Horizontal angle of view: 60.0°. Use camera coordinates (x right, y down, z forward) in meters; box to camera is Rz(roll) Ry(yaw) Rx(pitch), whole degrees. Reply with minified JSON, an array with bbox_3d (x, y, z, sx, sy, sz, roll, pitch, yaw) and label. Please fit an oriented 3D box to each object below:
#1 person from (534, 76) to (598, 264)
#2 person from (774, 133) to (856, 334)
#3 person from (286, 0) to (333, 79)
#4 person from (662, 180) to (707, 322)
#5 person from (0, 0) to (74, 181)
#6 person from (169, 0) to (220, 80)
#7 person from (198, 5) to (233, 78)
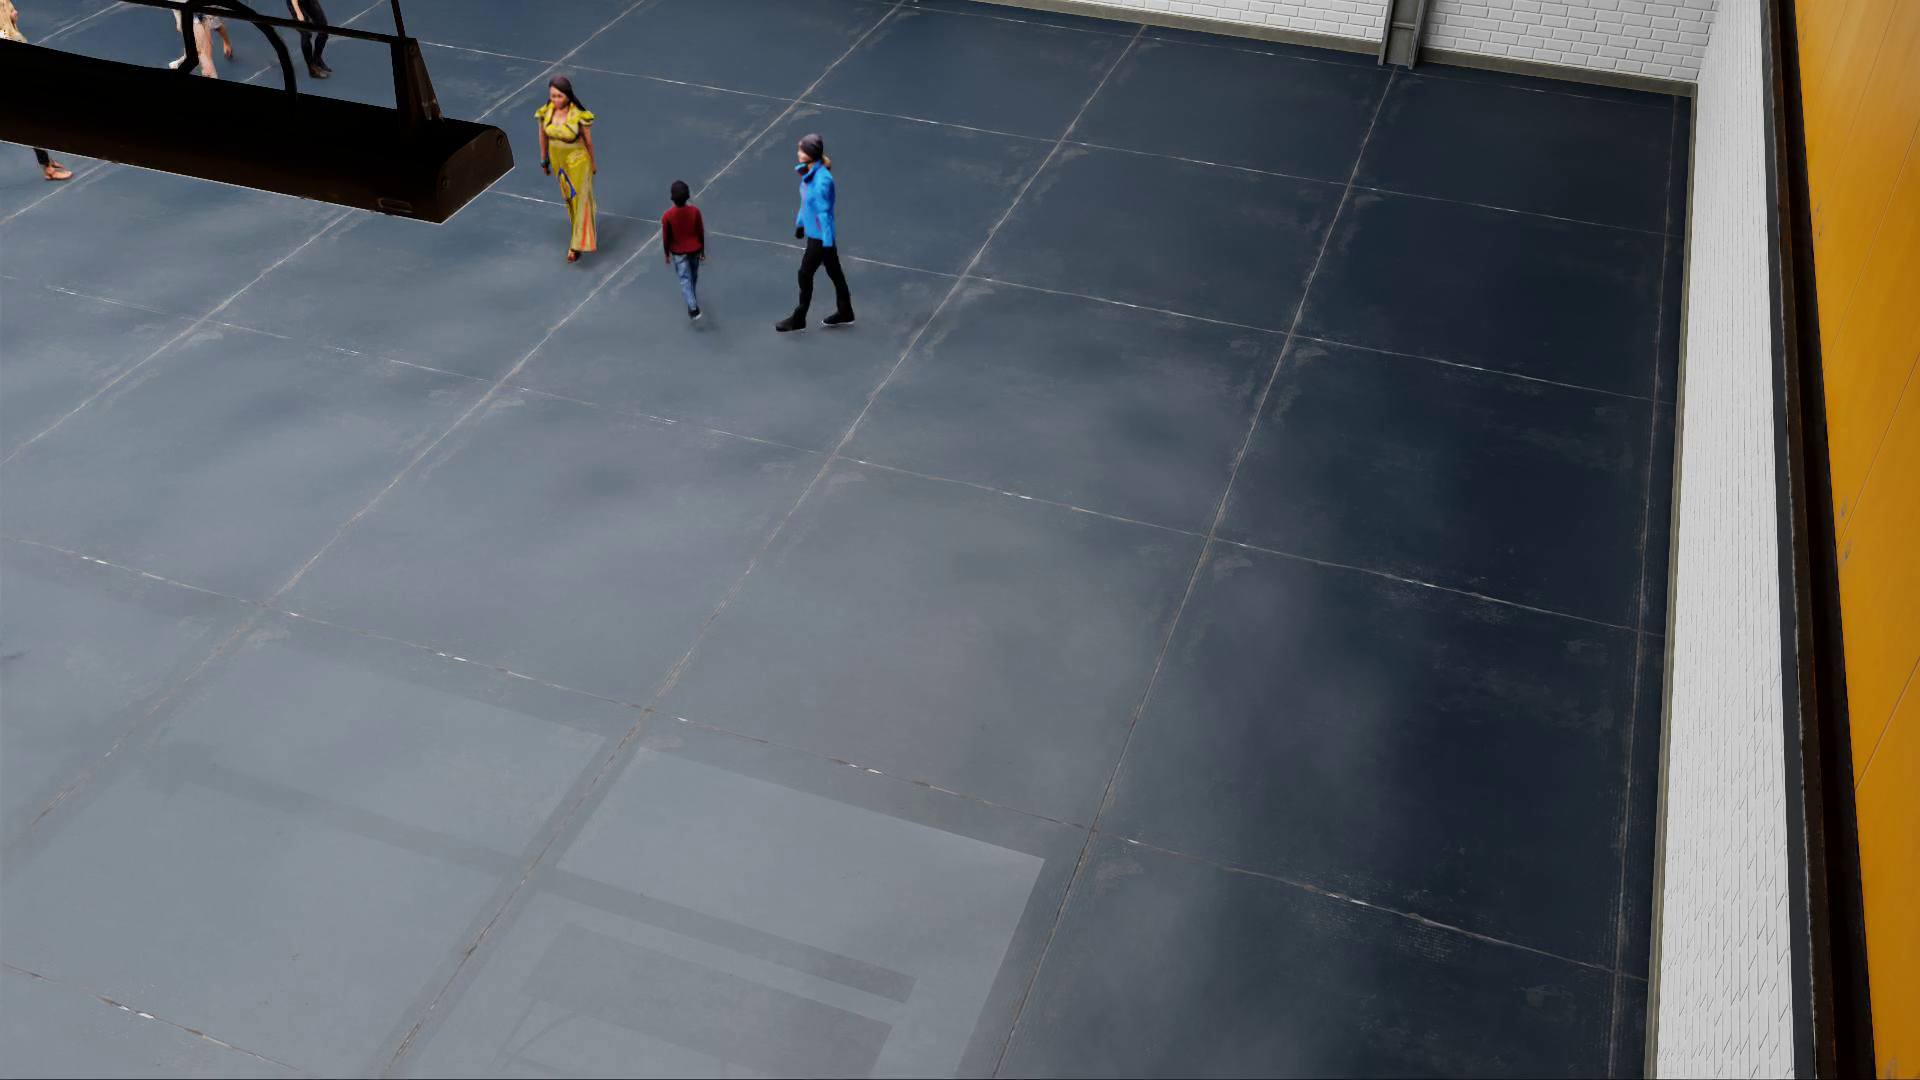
[{"bbox_3d":[-3.529,-3.458,15.173,1.214,1.612,0.912,6,39,7],"label":"person"},{"bbox_3d":[-1.073,-2.554,13.913,1.062,1.772,0.933,-8,39,-10],"label":"person"},{"bbox_3d":[-7.239,-5.841,18.145,0.548,1.626,0.598,12,40,14],"label":"person"},{"bbox_3d":[-2.333,-2.465,14.228,0.837,1.239,0.906,-17,42,-21],"label":"person"},{"bbox_3d":[-9.109,-4.322,16.091,0.813,1.816,0.754,-16,41,-19],"label":"person"},{"bbox_3d":[-8.247,-5.554,17.701,0.994,1.731,0.658,9,40,11],"label":"person"},{"bbox_3d":[-8.316,-5.970,18.239,1.070,1.711,0.936,-4,39,-5],"label":"person"}]
